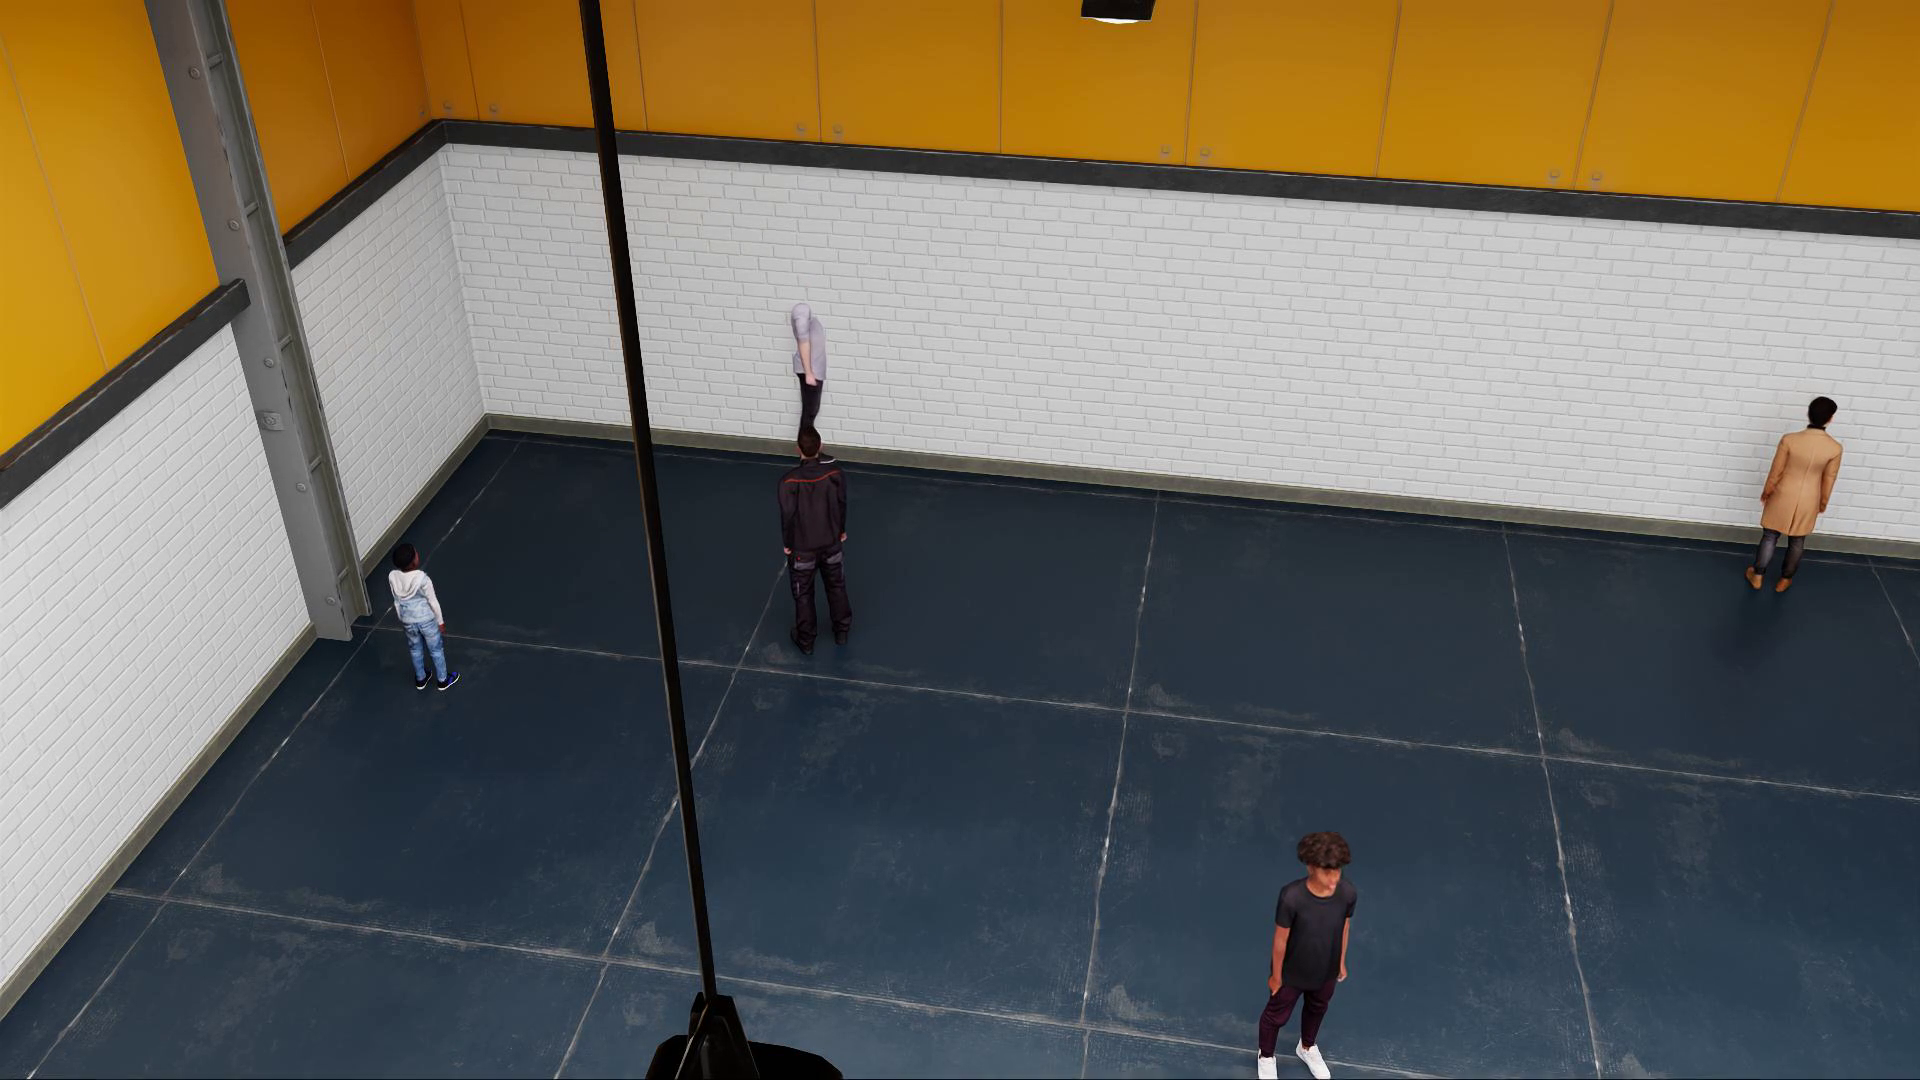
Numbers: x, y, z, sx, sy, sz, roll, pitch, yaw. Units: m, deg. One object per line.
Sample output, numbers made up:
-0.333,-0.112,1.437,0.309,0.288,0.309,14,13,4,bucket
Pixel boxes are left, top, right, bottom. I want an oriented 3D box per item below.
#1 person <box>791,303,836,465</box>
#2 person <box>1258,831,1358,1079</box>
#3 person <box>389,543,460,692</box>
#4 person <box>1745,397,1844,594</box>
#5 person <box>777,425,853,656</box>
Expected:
-1.356,-1.583,15.030,0.758,1.835,0.570,1,34,2,person
1.924,2.316,9.208,0.711,1.786,0.724,-9,35,-13,person
-4.011,0.566,12.317,0.477,1.260,0.475,5,34,7,person
6.673,-0.353,13.279,0.689,1.726,0.675,12,35,17,person
-1.103,-0.001,12.582,0.774,1.911,0.773,-12,36,-18,person
